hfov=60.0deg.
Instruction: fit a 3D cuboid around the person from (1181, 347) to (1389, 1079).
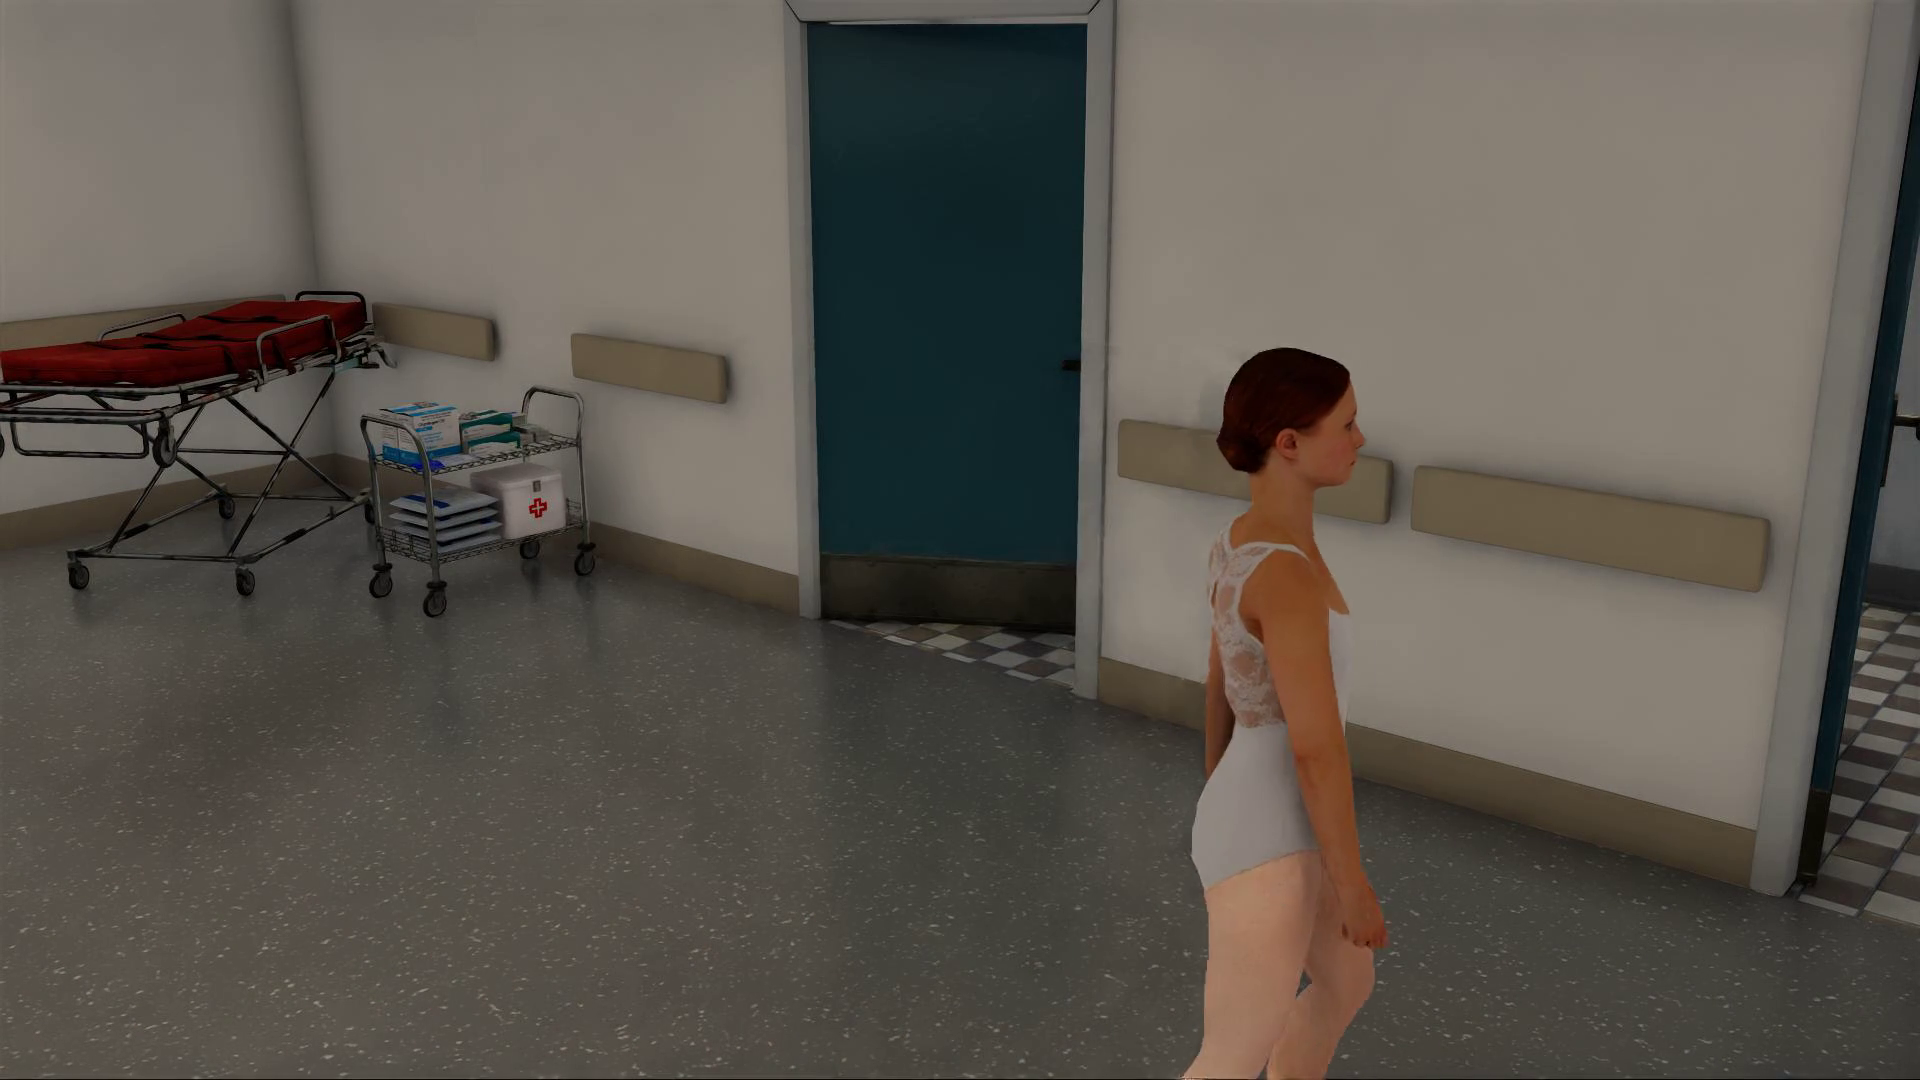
[{"bbox_3d":[0.428,0.508,2.755,0.773,1.628,0.711,2,16,5],"label":"person"}]
